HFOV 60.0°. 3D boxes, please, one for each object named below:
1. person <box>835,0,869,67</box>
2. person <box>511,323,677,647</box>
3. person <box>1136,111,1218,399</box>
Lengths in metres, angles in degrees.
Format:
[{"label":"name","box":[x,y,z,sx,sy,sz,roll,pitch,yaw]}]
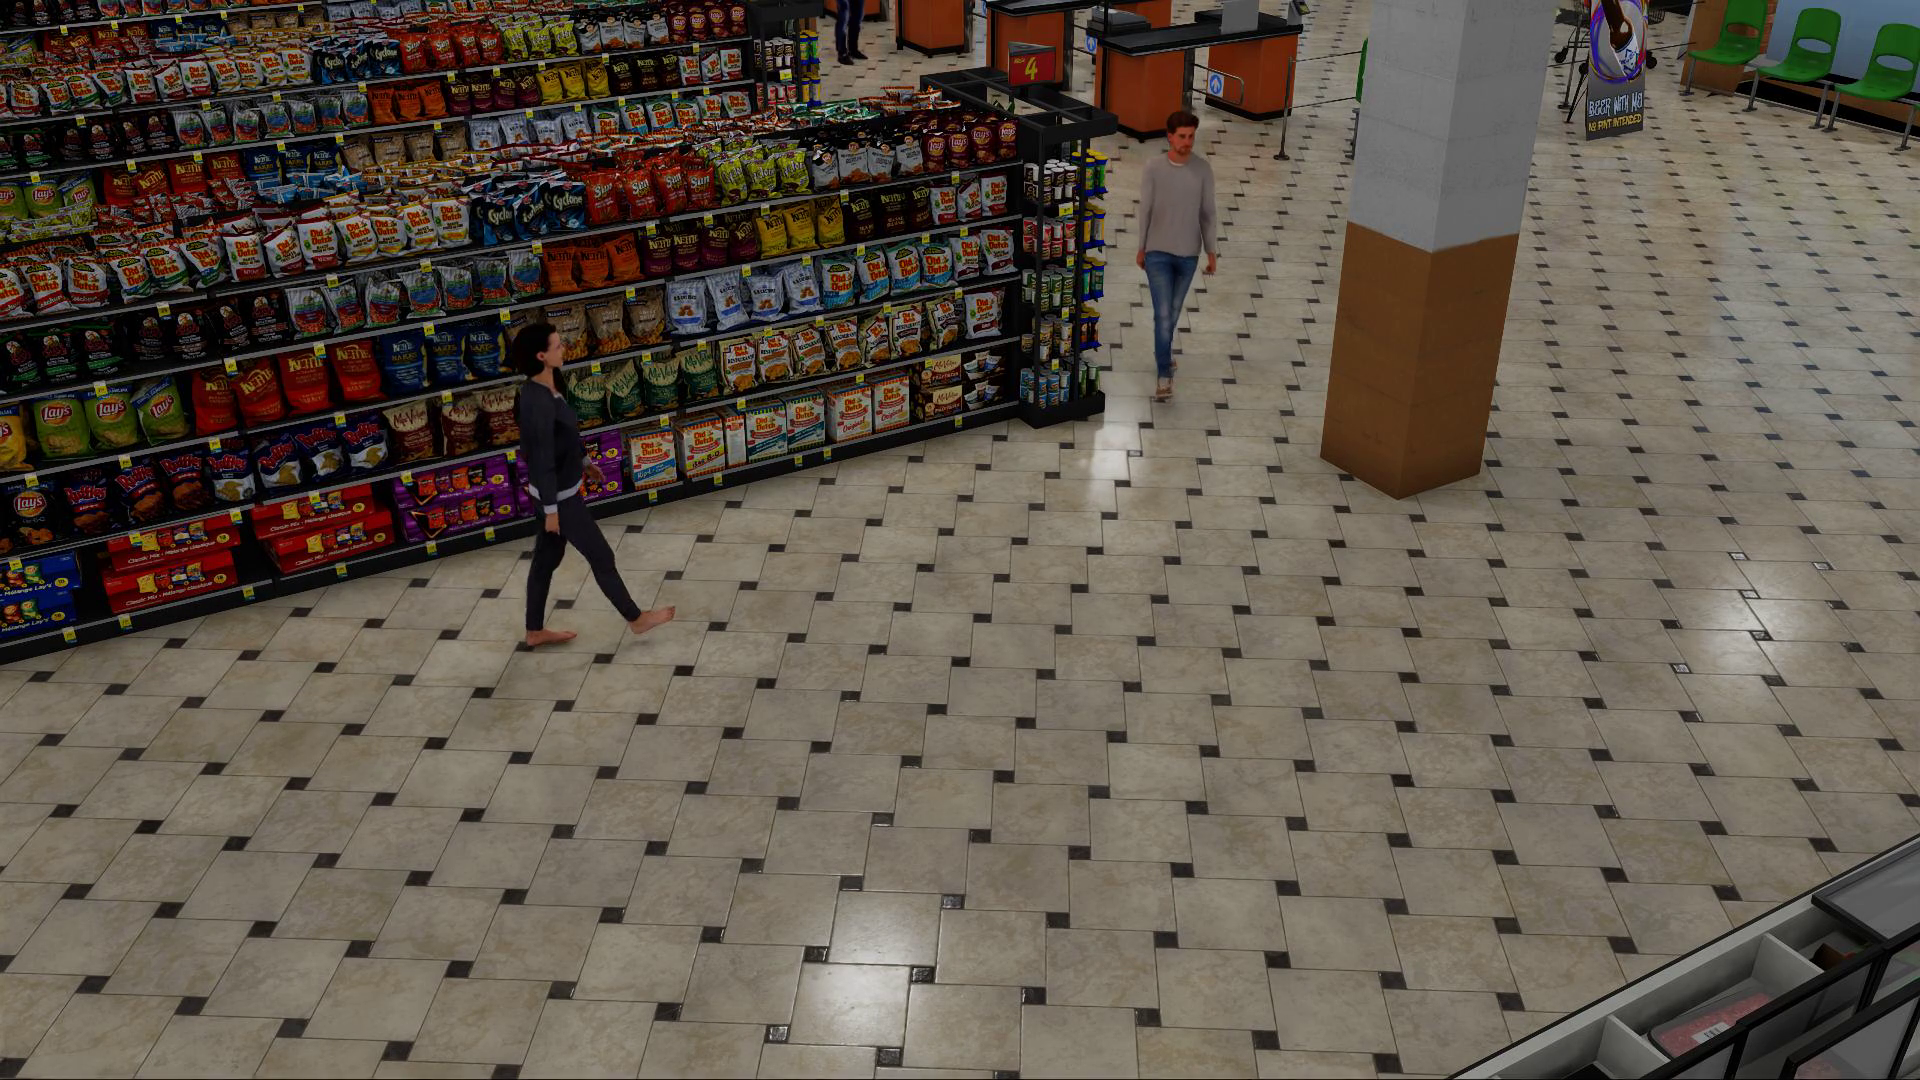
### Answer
[{"label":"person","box":[-1.336,-6.644,19.865,0.863,1.828,0.698,21,35,33]},{"label":"person","box":[-2.067,-0.217,8.187,1.027,1.738,0.718,-11,30,-18]},{"label":"person","box":[1.430,-1.966,11.267,1.134,1.857,0.993,-4,29,-7]}]
